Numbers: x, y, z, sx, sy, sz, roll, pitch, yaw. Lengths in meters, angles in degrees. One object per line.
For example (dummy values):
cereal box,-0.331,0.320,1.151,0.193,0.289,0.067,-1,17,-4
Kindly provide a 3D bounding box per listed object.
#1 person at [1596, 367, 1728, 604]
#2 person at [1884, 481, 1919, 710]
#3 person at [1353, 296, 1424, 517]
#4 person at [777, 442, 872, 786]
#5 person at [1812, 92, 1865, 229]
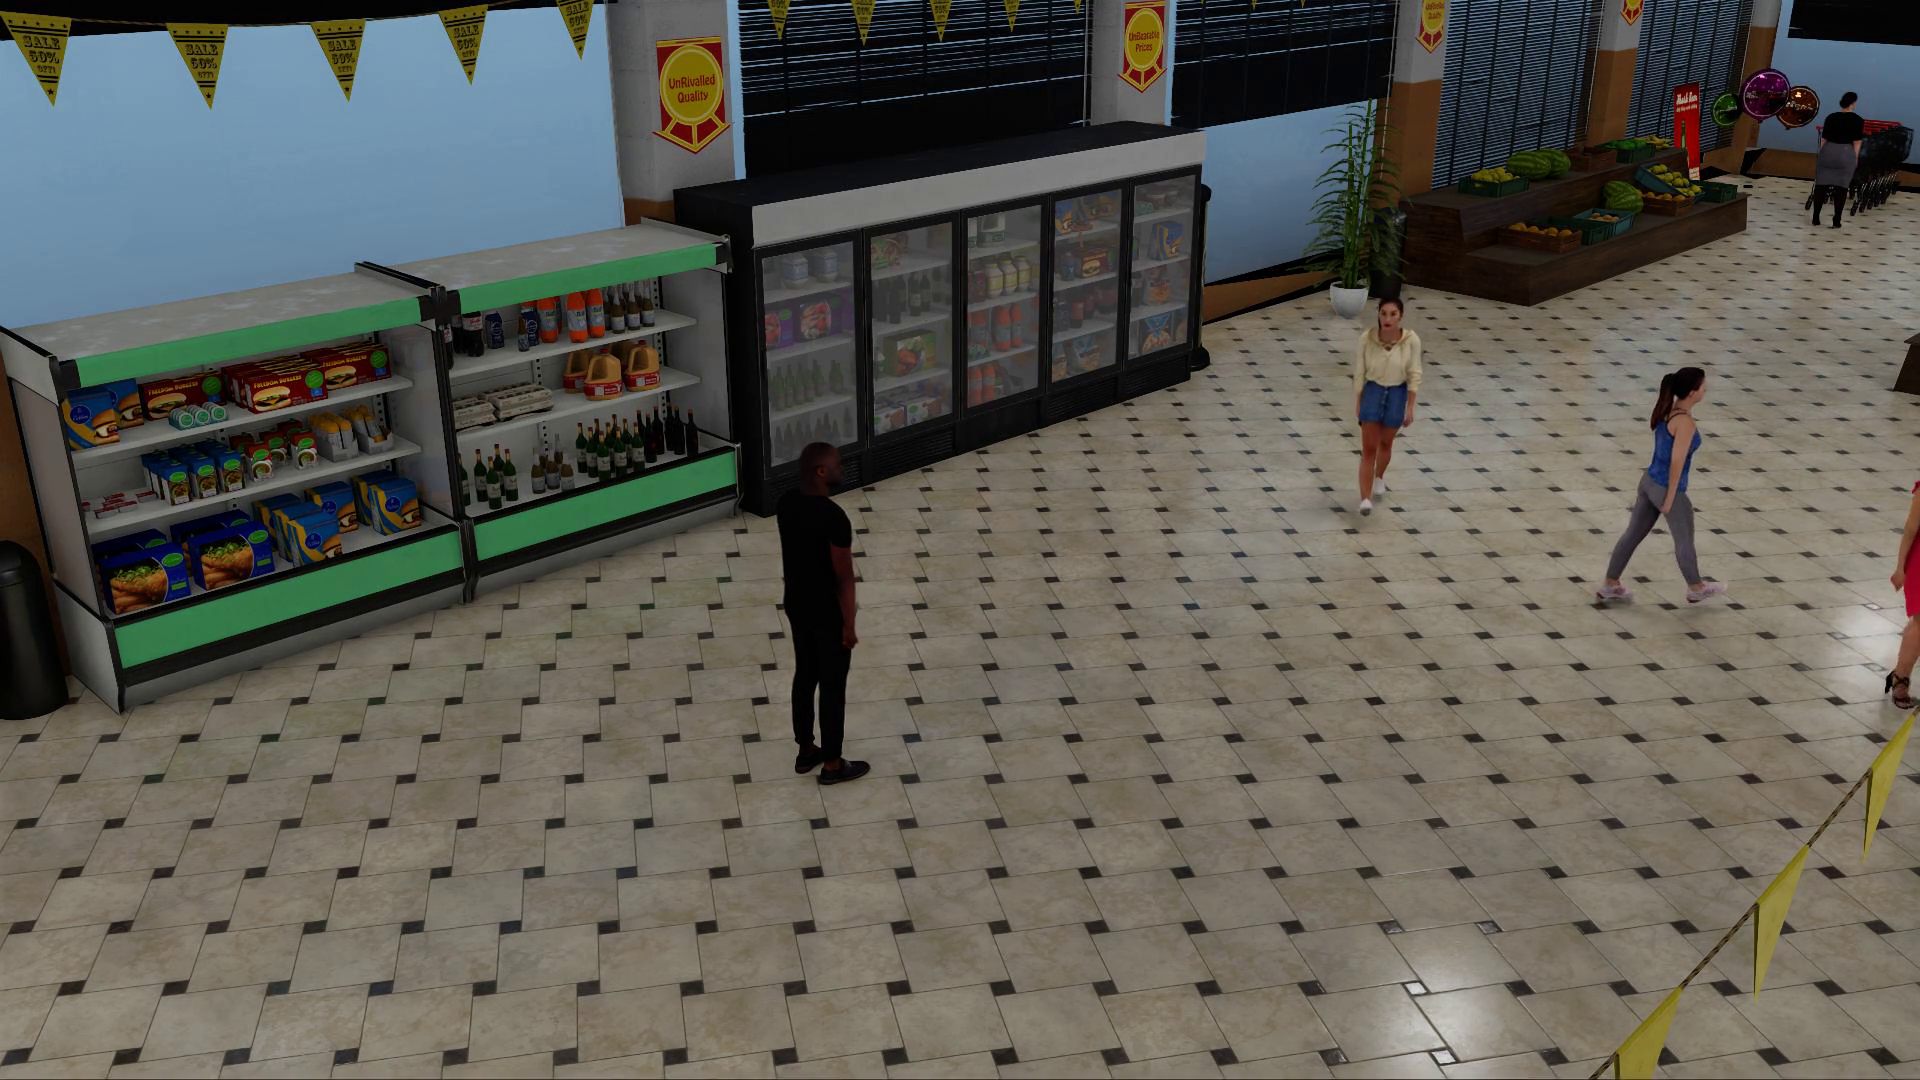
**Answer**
person,4.384,-0.309,10.532,1.072,1.573,0.986,-1,22,-3
person,5.378,0.123,9.273,0.719,1.709,0.792,-4,22,-10
person,3.138,-0.998,12.255,1.023,1.567,1.225,5,22,12
person,-0.720,0.375,8.502,0.549,1.818,0.659,-19,29,-39
person,11.645,-5.044,22.073,0.607,1.756,0.653,-19,29,-39
